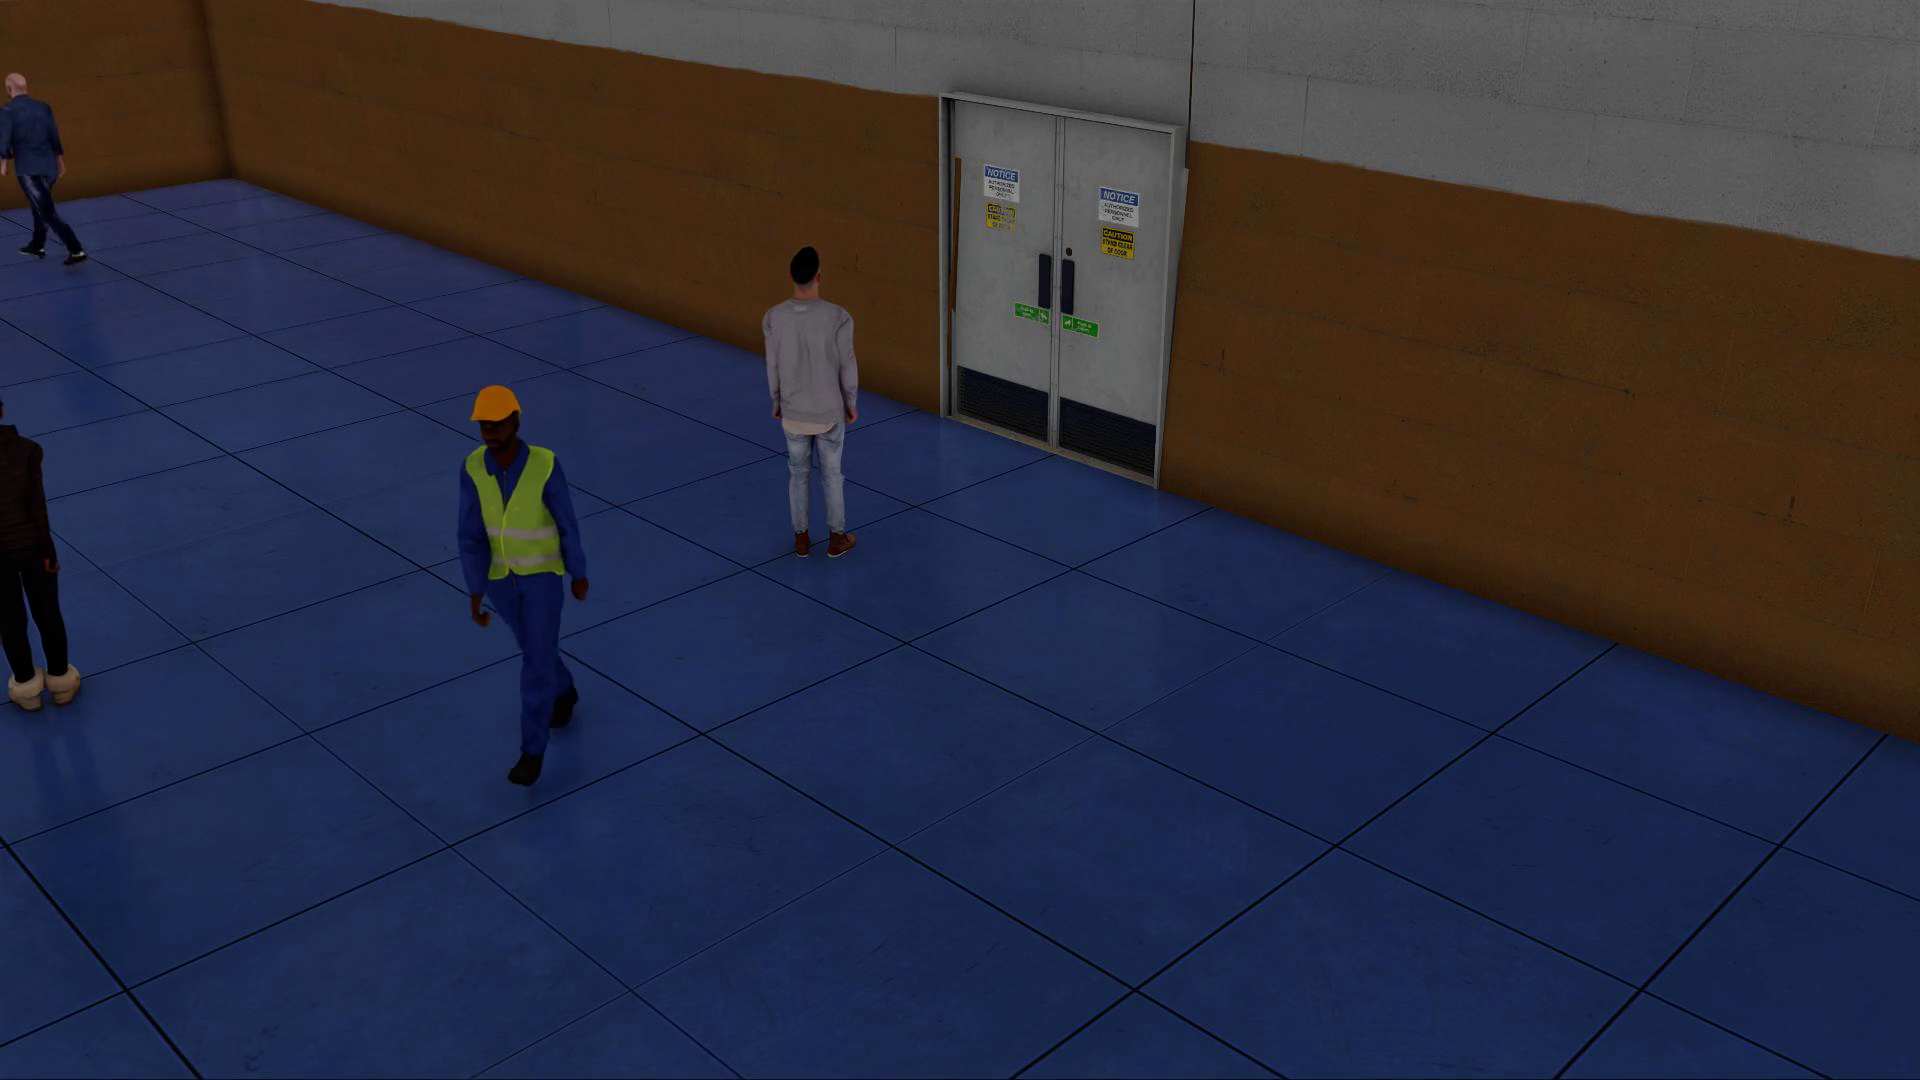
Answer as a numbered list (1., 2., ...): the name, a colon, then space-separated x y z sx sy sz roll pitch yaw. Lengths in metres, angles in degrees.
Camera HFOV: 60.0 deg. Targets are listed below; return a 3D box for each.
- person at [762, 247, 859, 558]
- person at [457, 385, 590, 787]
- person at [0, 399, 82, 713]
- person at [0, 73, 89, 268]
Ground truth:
1. person: -0.838 -0.777 9.506 0.766 1.841 0.797 3 24 6
2. person: -1.944 0.135 7.522 1.095 1.761 1.253 3 24 7
3. person: -4.446 0.057 7.826 0.670 1.661 0.614 9 25 19
4. person: -8.620 -3.414 15.622 1.118 1.771 1.262 8 25 18
